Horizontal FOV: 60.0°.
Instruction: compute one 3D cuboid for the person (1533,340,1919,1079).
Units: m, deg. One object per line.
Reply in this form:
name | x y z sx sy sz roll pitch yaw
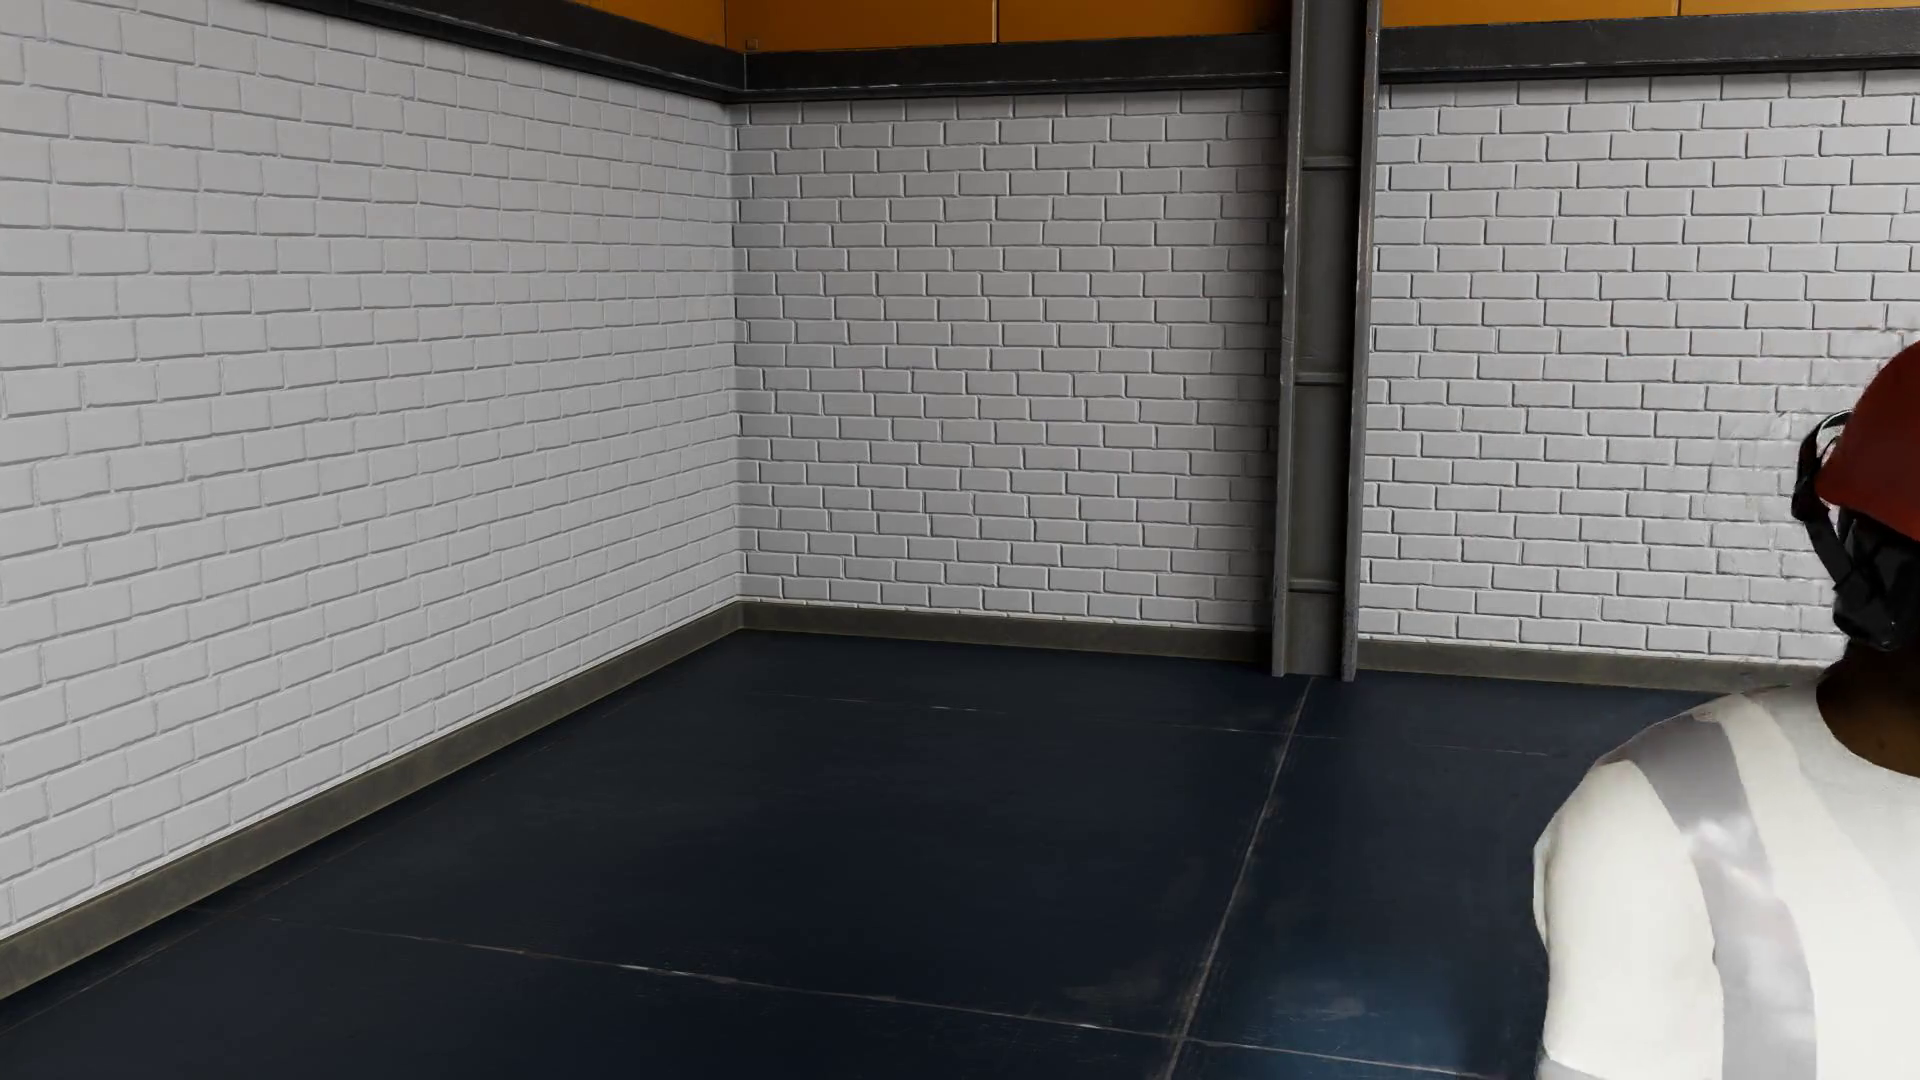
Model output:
person | 0.755 0.773 1.609 0.616 2.007 0.731 -3 10 -18
